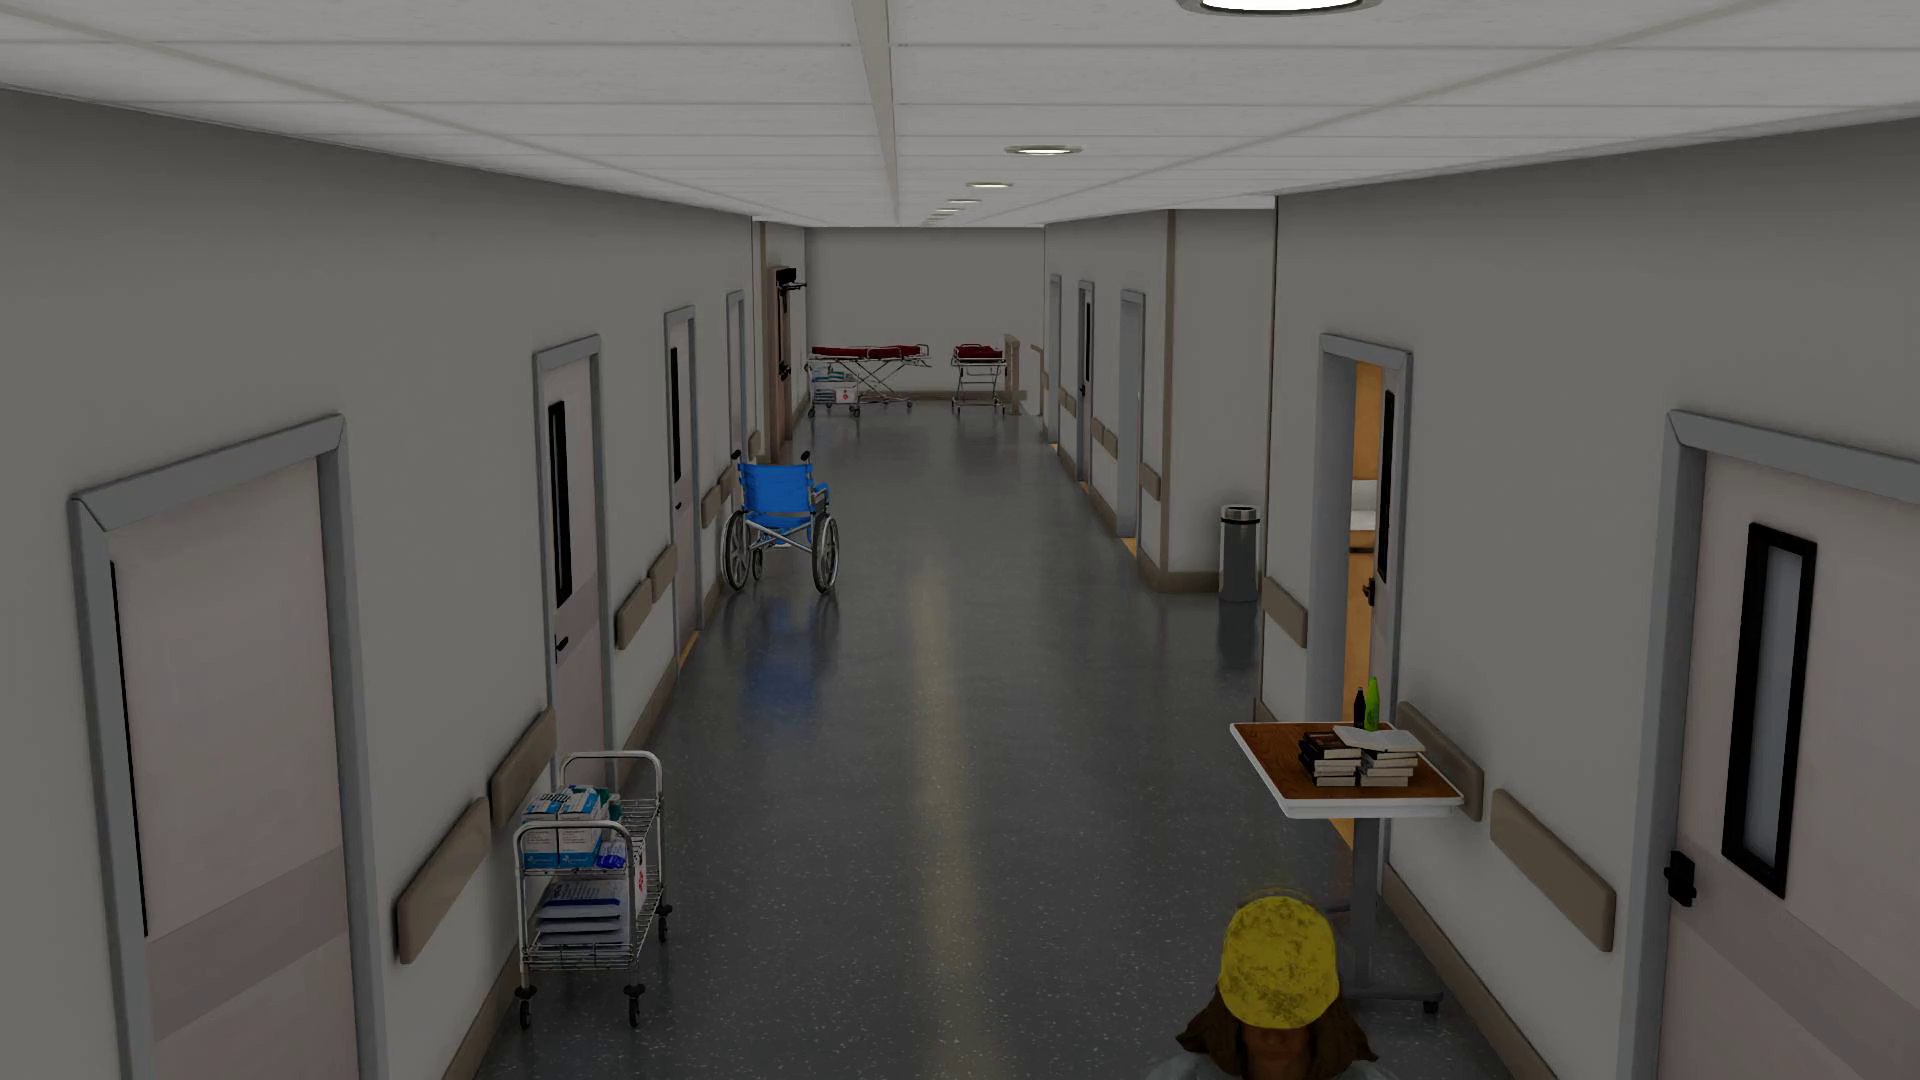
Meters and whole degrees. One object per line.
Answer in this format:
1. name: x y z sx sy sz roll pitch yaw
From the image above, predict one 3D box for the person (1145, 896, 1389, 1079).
1. person: 0.529 1.413 2.864 0.486 1.730 0.413 1 10 8
